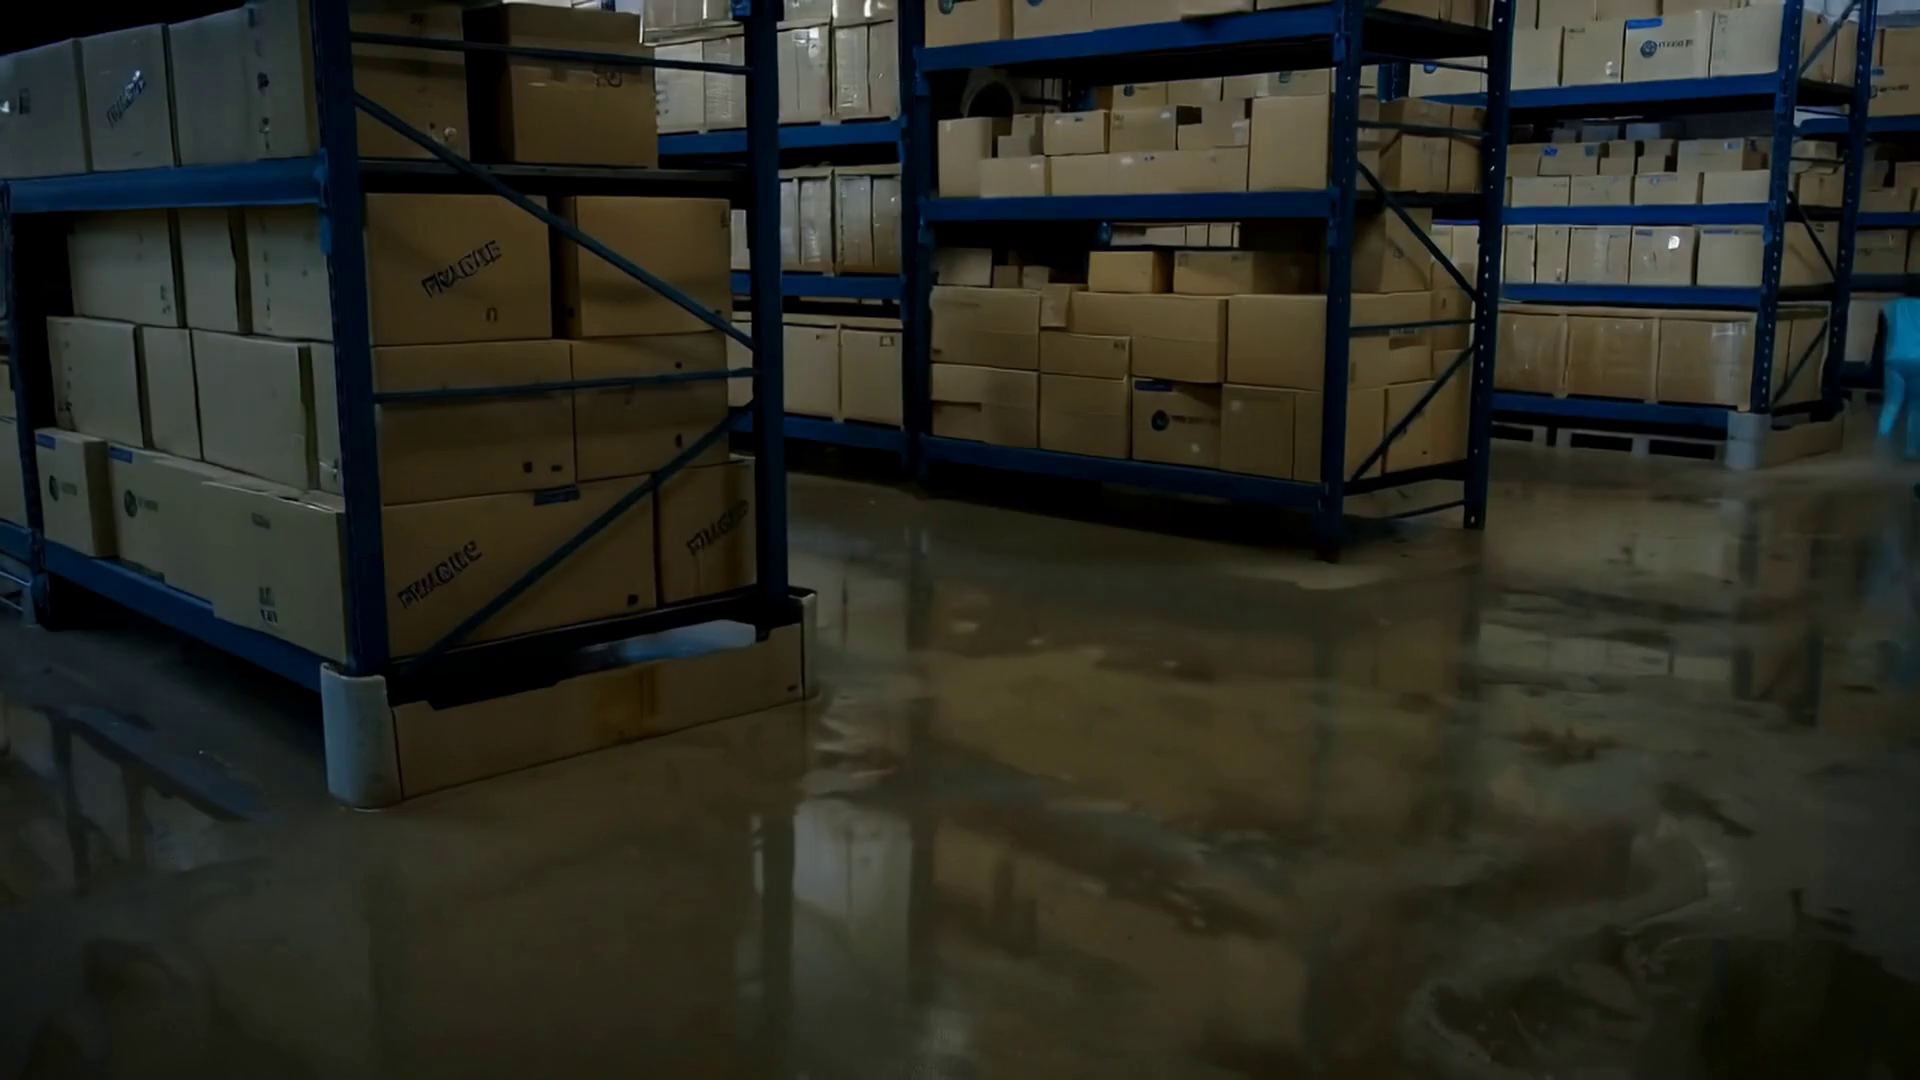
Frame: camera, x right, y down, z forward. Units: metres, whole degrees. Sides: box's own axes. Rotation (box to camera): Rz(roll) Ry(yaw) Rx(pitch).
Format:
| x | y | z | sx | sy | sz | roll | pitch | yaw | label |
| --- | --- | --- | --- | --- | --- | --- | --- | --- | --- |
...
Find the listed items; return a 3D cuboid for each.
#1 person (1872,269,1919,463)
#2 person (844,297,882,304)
| x | y | z | sx | sy | sz | roll | pitch | yaw | label |
| --- | --- | --- | --- | --- | --- | --- | --- | --- | --- |
| 8.842 | -1.603 | 15.490 | 0.643 | 1.823 | 0.577 | 8 | 13 | 38 | person |
| -1.254 | -2.614 | 20.996 | 0.588 | 1.823 | 0.403 | 9 | 14 | 42 | person |
